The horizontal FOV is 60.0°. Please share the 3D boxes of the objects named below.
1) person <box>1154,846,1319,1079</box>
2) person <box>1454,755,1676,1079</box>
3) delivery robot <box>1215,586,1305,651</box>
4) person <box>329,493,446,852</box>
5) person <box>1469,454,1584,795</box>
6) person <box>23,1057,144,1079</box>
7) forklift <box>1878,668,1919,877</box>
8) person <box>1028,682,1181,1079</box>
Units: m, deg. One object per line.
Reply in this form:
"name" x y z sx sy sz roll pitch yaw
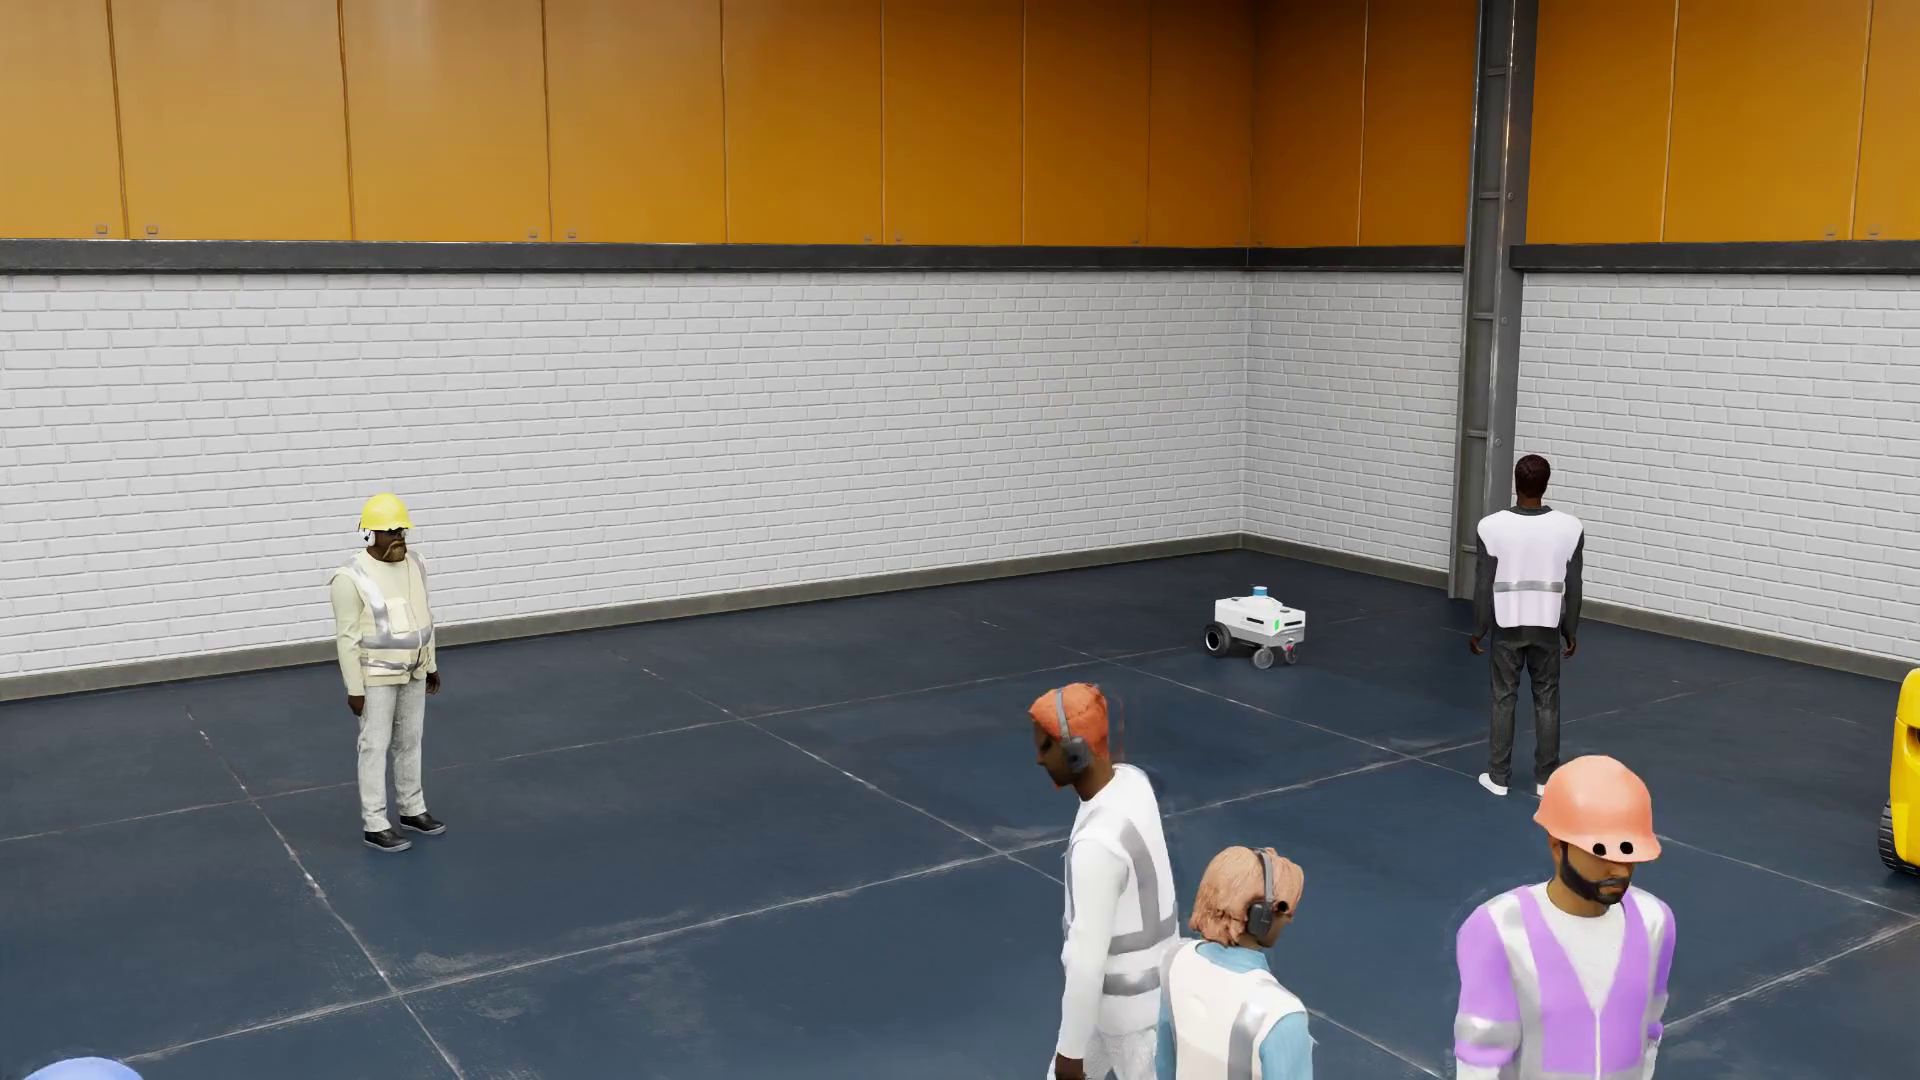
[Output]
"person" 0.639 1.516 3.903 0.313 1.632 0.513 -5 11 -28
"person" 1.394 1.408 3.821 0.561 1.881 1.020 -1 10 -9
"delivery robot" 2.240 0.591 12.430 0.477 0.478 0.707 -6 11 -34
"person" -2.893 0.663 8.470 0.403 1.826 0.590 4 10 25
"person" 3.150 0.482 9.269 0.587 1.920 0.391 1 10 8
"person" -1.176 1.623 2.352 0.439 1.928 0.640 9 13 43
"forklift" 5.511 0.571 7.906 2.313 2.155 1.214 -6 11 -33
"person" 0.404 1.282 4.755 1.021 1.812 0.649 2 10 11
